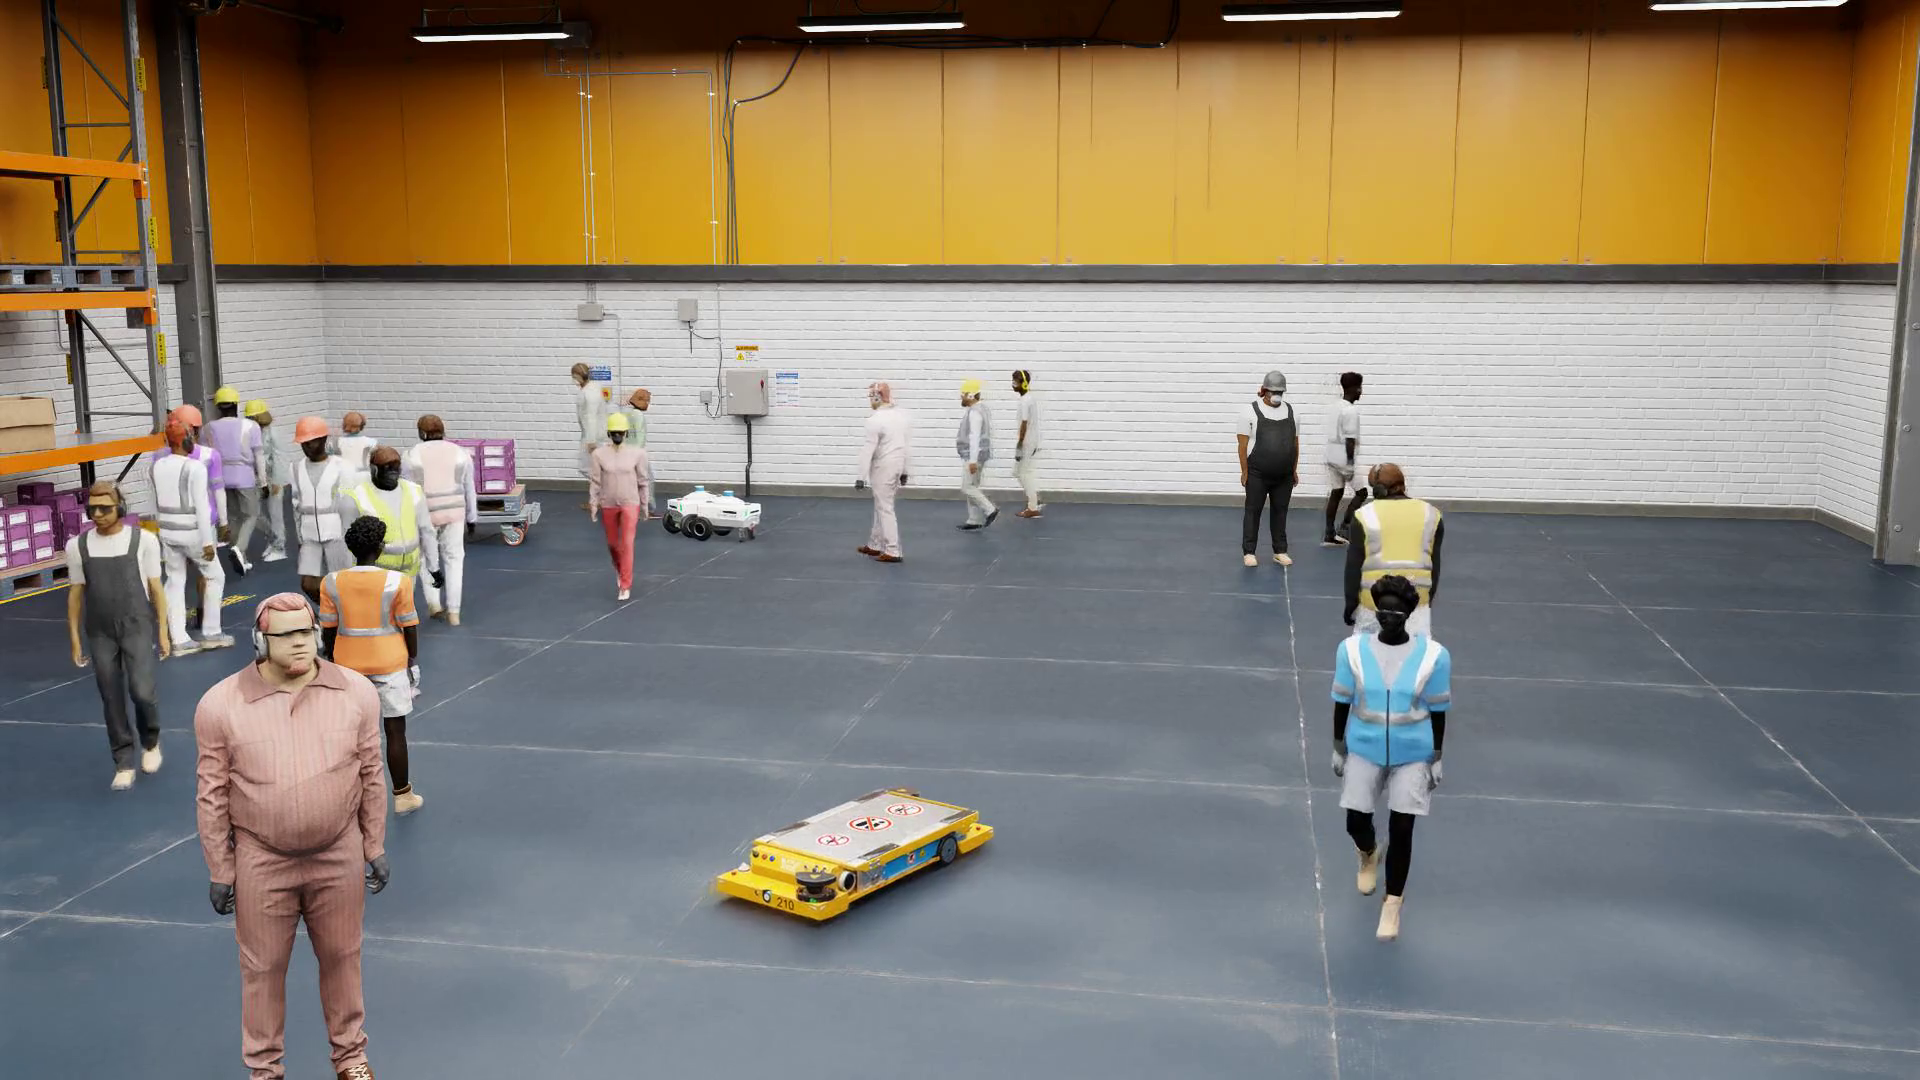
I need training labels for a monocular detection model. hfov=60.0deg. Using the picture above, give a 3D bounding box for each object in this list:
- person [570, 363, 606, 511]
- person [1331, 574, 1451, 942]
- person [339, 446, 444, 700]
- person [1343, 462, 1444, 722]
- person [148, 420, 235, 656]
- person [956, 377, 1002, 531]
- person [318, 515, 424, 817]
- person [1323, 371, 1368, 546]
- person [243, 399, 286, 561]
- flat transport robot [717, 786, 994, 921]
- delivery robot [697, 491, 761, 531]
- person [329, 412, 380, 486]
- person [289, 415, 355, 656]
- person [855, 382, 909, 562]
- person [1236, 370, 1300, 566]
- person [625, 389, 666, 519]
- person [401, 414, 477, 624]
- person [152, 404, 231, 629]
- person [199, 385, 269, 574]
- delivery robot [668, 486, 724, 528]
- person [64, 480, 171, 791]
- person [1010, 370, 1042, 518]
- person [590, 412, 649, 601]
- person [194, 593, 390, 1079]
[{"bbox_3d":[-4.639,-1.280,20.924,0.489,1.906,0.719,-4,10,-21],"label":"person"},{"bbox_3d":[1.981,0.969,7.675,0.535,1.682,0.503,3,10,20],"label":"person"},{"bbox_3d":[-3.998,0.239,11.830,0.912,1.800,0.626,8,12,39],"label":"person"},{"bbox_3d":[2.815,0.396,10.912,0.641,1.798,0.705,0,9,0],"label":"person"},{"bbox_3d":[-6.103,-0.028,13.268,0.606,1.865,0.644,3,10,20],"label":"person"},{"bbox_3d":[0.189,-0.981,19.334,0.472,1.819,0.610,1,9,4],"label":"person"},{"bbox_3d":[-3.264,0.706,9.250,0.541,1.695,0.315,0,9,-2],"label":"person"},{"bbox_3d":[4.268,-0.883,18.332,0.517,1.938,0.622,-2,9,-10],"label":"person"},{"bbox_3d":[-7.296,-0.625,17.440,0.501,1.717,0.380,4,10,23],"label":"person"},{"bbox_3d":[-0.498,1.551,8.418,0.652,0.197,1.431,7,11,35],"label":"flat transport robot"},{"bbox_3d":[-2.615,-0.313,18.814,0.707,0.478,0.477,4,10,25],"label":"delivery robot"},{"bbox_3d":[-6.204,-0.525,17.199,0.515,1.591,0.859,-1,9,-4],"label":"person"},{"bbox_3d":[-5.025,-0.038,13.191,0.551,1.917,0.478,0,9,2],"label":"person"},{"bbox_3d":[-0.914,-0.713,17.447,0.738,1.884,0.678,5,10,28],"label":"person"},{"bbox_3d":[3.222,-0.742,17.175,0.682,2.000,0.538,-2,9,-12],"label":"person"},{"bbox_3d":[-3.886,-1.047,20.387,0.706,1.591,0.542,-5,10,-27],"label":"person"},{"bbox_3d":[-4.501,-0.179,14.352,0.661,1.820,0.488,-5,10,-29],"label":"person"},{"bbox_3d":[-6.508,-0.183,14.078,0.551,1.918,0.477,-1,9,-6],"label":"person"},{"bbox_3d":[-7.258,-0.584,16.605,0.612,1.909,0.672,-1,9,-5],"label":"person"},{"bbox_3d":[-3.008,-0.384,19.260,0.707,0.478,0.477,-7,11,-37],"label":"delivery robot"},{"bbox_3d":[-4.926,0.558,9.738,0.540,1.833,0.411,-2,9,-14],"label":"person"},{"bbox_3d":[0.802,-1.172,20.439,0.427,1.844,0.556,1,9,9],"label":"person"},{"bbox_3d":[-3.188,-0.345,15.638,0.537,1.743,0.794,0,9,-3],"label":"person"},{"bbox_3d":[-2.366,1.130,5.960,0.641,1.913,0.408,-6,11,-31],"label":"person"}]
